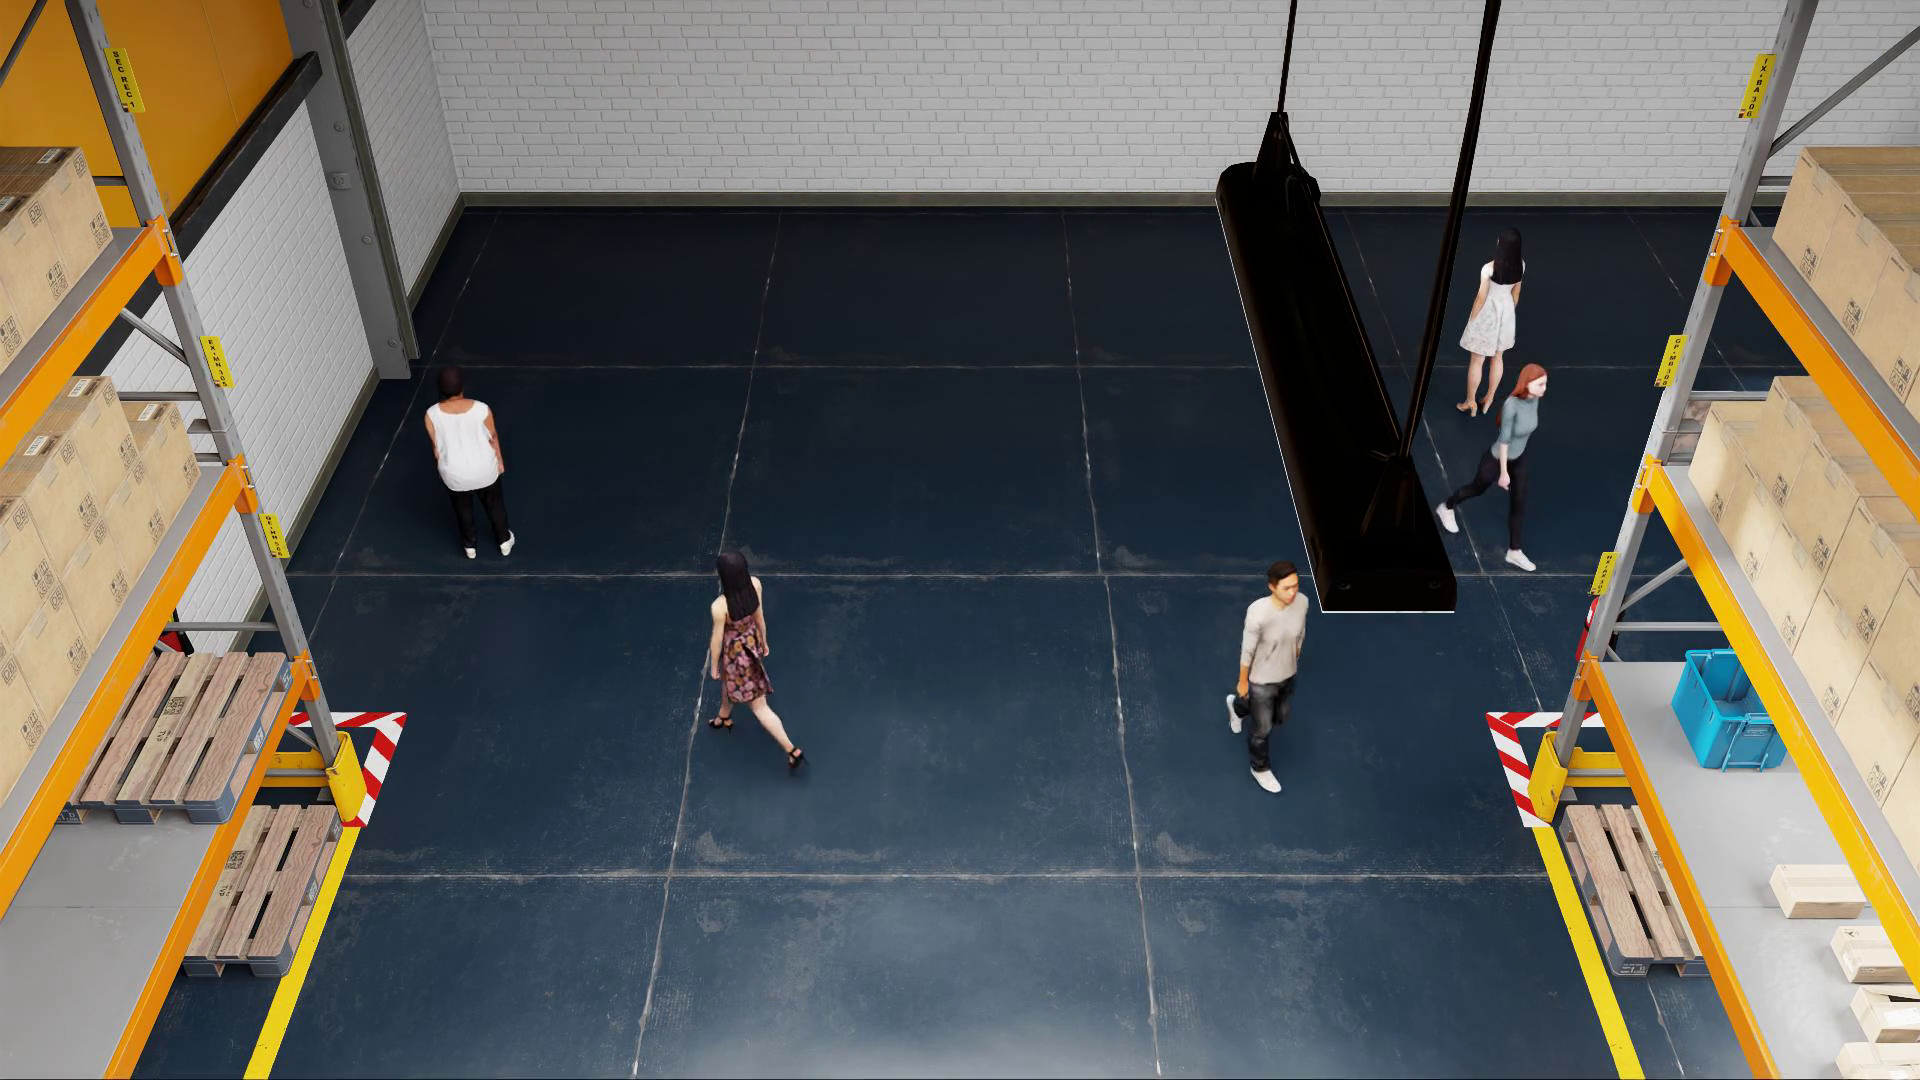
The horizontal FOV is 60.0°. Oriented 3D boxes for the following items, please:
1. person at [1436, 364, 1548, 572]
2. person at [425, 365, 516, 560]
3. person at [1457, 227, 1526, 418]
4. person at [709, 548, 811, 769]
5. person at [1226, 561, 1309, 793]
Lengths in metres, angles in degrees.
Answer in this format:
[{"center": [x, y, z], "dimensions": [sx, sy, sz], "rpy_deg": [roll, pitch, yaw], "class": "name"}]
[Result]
[{"center": [4.091, -0.621, 12.739], "dimensions": [1.023, 1.701, 1.223], "rpy_deg": [-23, 44, -26], "class": "person"}, {"center": [-3.766, -0.604, 12.729], "dimensions": [0.702, 1.686, 0.674], "rpy_deg": [-10, 40, -13], "class": "person"}, {"center": [4.548, -1.864, 14.238], "dimensions": [0.713, 1.773, 0.715], "rpy_deg": [-9, 39, -11], "class": "person"}, {"center": [-1.373, 0.819, 10.910], "dimensions": [1.100, 1.734, 1.147], "rpy_deg": [24, 45, 27], "class": "person"}, {"center": [1.972, 0.819, 10.860], "dimensions": [0.903, 1.797, 1.051], "rpy_deg": [-18, 42, -21], "class": "person"}]
